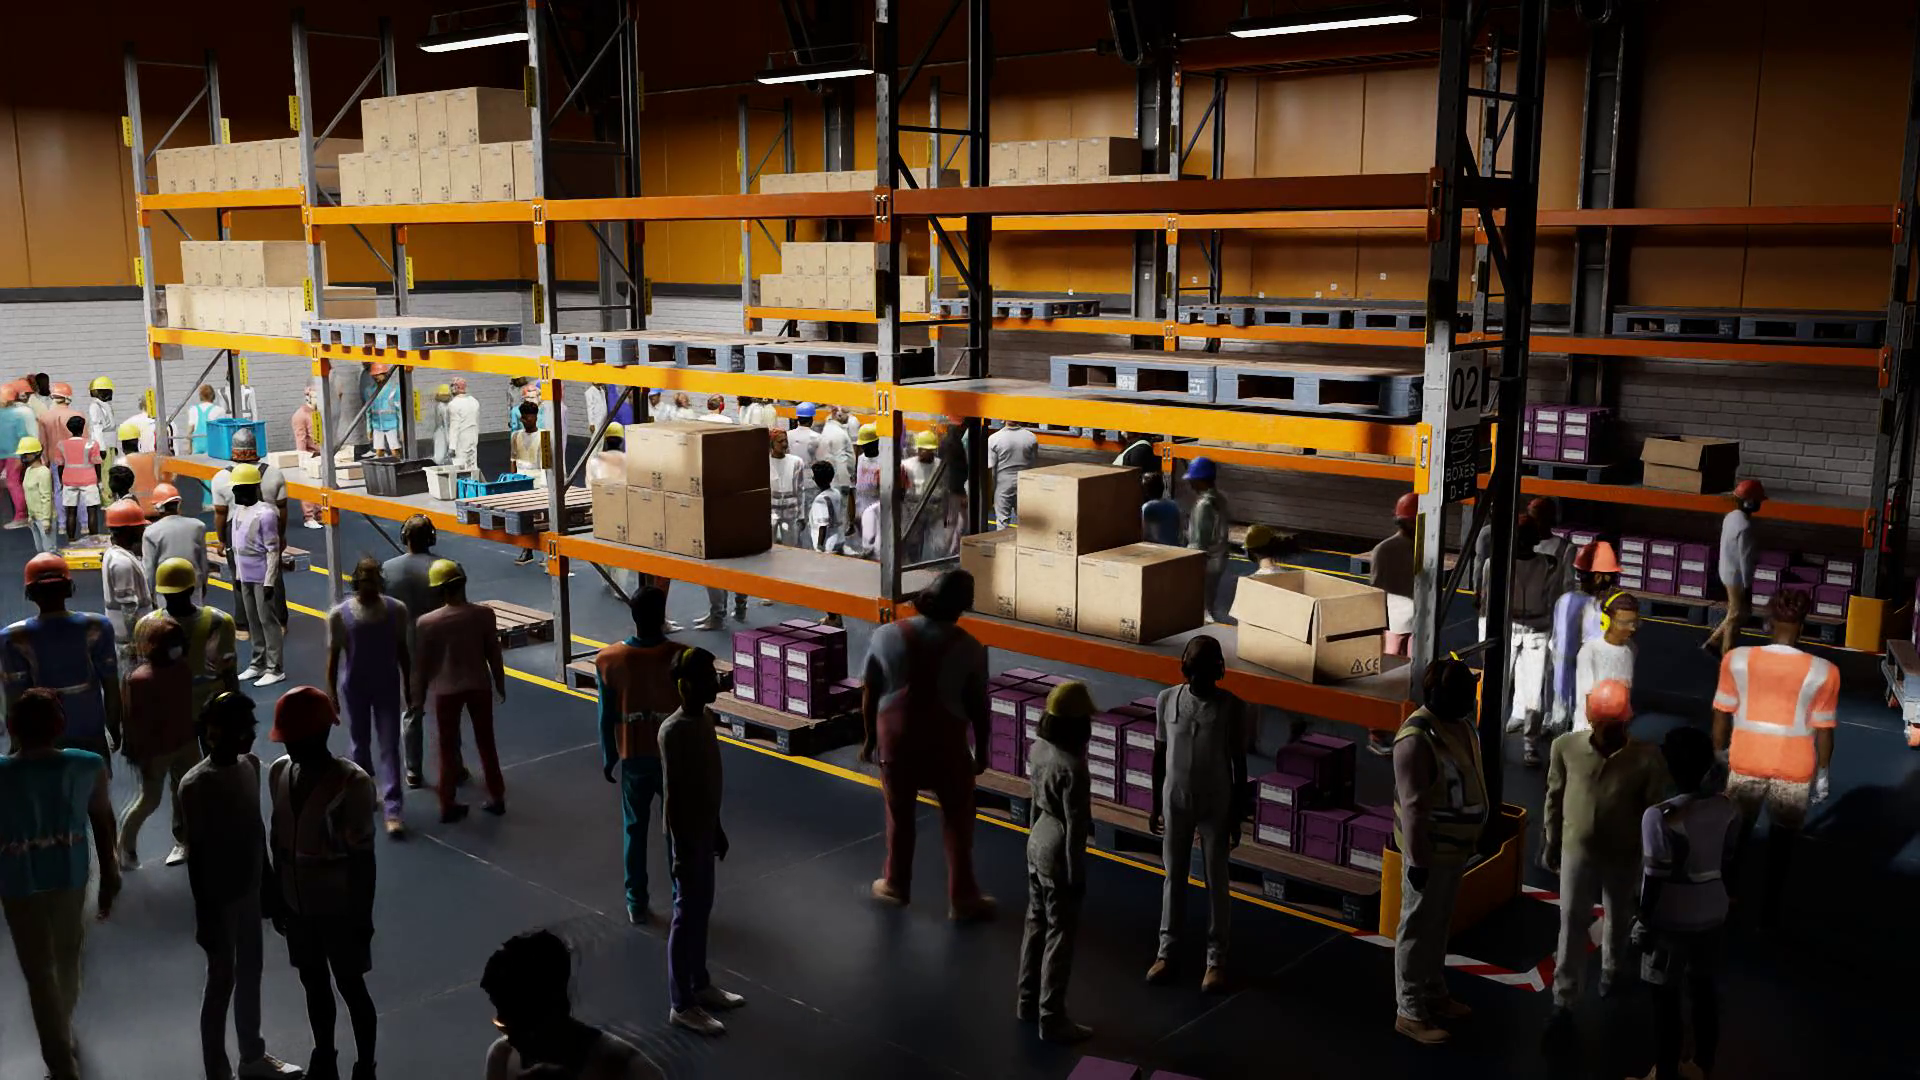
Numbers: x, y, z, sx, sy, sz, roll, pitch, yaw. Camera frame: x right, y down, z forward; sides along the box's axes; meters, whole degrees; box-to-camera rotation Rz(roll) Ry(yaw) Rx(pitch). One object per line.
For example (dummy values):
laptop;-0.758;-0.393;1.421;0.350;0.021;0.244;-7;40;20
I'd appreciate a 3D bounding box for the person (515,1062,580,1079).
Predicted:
person;-0.976;2.155;4.178;0.649;1.803;0.717;1;10;6

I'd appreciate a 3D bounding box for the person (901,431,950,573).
person;-0.360;-0.254;17.769;0.605;1.808;0.636;-3;10;-14

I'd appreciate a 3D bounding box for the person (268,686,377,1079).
person;-2.768;1.560;7.197;0.543;1.929;0.386;4;11;23

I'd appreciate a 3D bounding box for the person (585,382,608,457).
person;-6.002;-1.968;27.626;0.335;1.749;0.574;2;10;12

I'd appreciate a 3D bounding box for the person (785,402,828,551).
person;-1.827;-0.667;19.721;0.614;1.946;0.389;4;11;24

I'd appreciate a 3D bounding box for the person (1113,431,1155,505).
person;1.844;-0.426;18.098;0.538;2.000;0.683;1;10;3

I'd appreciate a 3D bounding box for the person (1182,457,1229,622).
person;2.236;0.208;14.933;0.447;1.923;0.695;4;11;21

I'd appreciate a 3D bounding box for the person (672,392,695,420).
person;-4.026;-1.401;24.794;0.513;1.617;0.542;3;11;18

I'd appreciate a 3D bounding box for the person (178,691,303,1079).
person;-3.196;1.570;7.333;0.329;1.862;0.512;2;10;12

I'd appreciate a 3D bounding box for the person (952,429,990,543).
person;0.216;-0.853;20.973;0.720;1.882;0.712;0;10;0

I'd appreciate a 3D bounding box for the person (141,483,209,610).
person;-6.803;0.375;14.419;0.349;1.743;0.572;9;13;41

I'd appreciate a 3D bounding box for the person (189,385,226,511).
person;-10.823;-1.320;23.908;0.532;1.798;0.824;0;10;-2

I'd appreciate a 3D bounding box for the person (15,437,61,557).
person;-9.843;-0.228;17.778;0.526;1.760;0.340;9;13;42

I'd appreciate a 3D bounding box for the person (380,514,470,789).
person;-3.728;0.775;11.597;0.627;1.940;0.372;-2;10;-10

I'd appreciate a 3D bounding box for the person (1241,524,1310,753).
person;2.265;0.744;12.325;0.530;1.743;0.526;6;12;30

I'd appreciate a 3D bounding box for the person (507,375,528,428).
person;-7.410;-2.030;28.046;0.489;1.731;0.325;1;10;8

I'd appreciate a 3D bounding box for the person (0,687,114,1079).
person;-4.199;1.555;7.589;0.586;1.789;0.980;-8;13;-39

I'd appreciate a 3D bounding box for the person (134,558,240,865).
person;-4.696;1.044;10.149;0.582;1.919;0.395;-2;10;-11

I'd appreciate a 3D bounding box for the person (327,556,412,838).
person;-3.836;0.984;10.850;0.526;1.793;0.972;-5;11;-25

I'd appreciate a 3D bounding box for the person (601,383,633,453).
person;-5.640;-2.165;27.932;0.684;2.000;0.535;7;12;34

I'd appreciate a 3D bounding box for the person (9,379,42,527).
person;-12.629;-1.171;22.448;0.623;1.989;0.399;4;11;23

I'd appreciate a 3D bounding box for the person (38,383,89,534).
person;-11.735;-1.069;21.864;0.612;1.996;0.389;-1;10;-5

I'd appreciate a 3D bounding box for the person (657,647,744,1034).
person;-1.264;1.433;8.061;0.328;1.876;0.513;2;10;11

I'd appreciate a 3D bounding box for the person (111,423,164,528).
person;-8.830;-0.327;17.980;0.916;1.892;0.588;7;12;35

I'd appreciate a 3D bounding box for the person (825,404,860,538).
person;-1.560;-1.012;21.625;0.607;1.965;0.366;9;14;42

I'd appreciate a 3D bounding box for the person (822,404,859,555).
person;-1.472;-0.763;20.397;0.404;1.908;0.666;-3;10;-15

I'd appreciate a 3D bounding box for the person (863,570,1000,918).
person;-0.153;1.108;9.427;0.805;2.000;0.590;1;10;6

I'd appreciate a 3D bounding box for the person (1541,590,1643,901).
person;3.784;1.183;9.650;0.500;1.806;0.960;-5;11;-26

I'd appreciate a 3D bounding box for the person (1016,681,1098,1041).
person;0.483;1.519;7.974;0.343;1.735;0.491;-4;11;-23

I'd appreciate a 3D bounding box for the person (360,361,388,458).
person;-10.487;-2.403;29.665;0.646;1.904;0.401;8;13;39

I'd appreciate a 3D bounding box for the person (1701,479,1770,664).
person;6.914;0.319;14.723;0.373;1.738;0.589;2;10;12

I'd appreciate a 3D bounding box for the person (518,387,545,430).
person;-5.672;-1.100;22.289;0.640;1.910;0.401;4;11;20

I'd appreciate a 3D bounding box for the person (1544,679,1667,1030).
person;3.143;1.506;8.146;0.580;1.695;0.900;5;11;27

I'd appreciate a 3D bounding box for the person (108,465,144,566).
person;-7.968;0.125;15.958;0.317;1.695;0.540;-4;11;-22

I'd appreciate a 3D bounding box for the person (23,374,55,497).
person;-13.841;-1.564;25.007;0.401;1.872;0.588;1;10;4

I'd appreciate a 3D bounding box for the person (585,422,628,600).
person;-3.748;-0.339;18.046;0.599;1.878;0.962;-2;10;-12

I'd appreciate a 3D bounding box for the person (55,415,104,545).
person;-10.941;-0.703;20.685;0.547;1.690;0.321;-1;10;-4

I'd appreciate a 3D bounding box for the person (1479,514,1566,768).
person;4.055;0.733;12.048;0.579;1.875;0.383;3;10;16

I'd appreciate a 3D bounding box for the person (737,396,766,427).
person;-2.966;-1.296;23.444;0.720;1.890;0.594;-7;12;-36

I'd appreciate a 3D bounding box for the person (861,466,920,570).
person;-0.528;0.312;14.310;0.764;1.906;0.558;9;13;41
